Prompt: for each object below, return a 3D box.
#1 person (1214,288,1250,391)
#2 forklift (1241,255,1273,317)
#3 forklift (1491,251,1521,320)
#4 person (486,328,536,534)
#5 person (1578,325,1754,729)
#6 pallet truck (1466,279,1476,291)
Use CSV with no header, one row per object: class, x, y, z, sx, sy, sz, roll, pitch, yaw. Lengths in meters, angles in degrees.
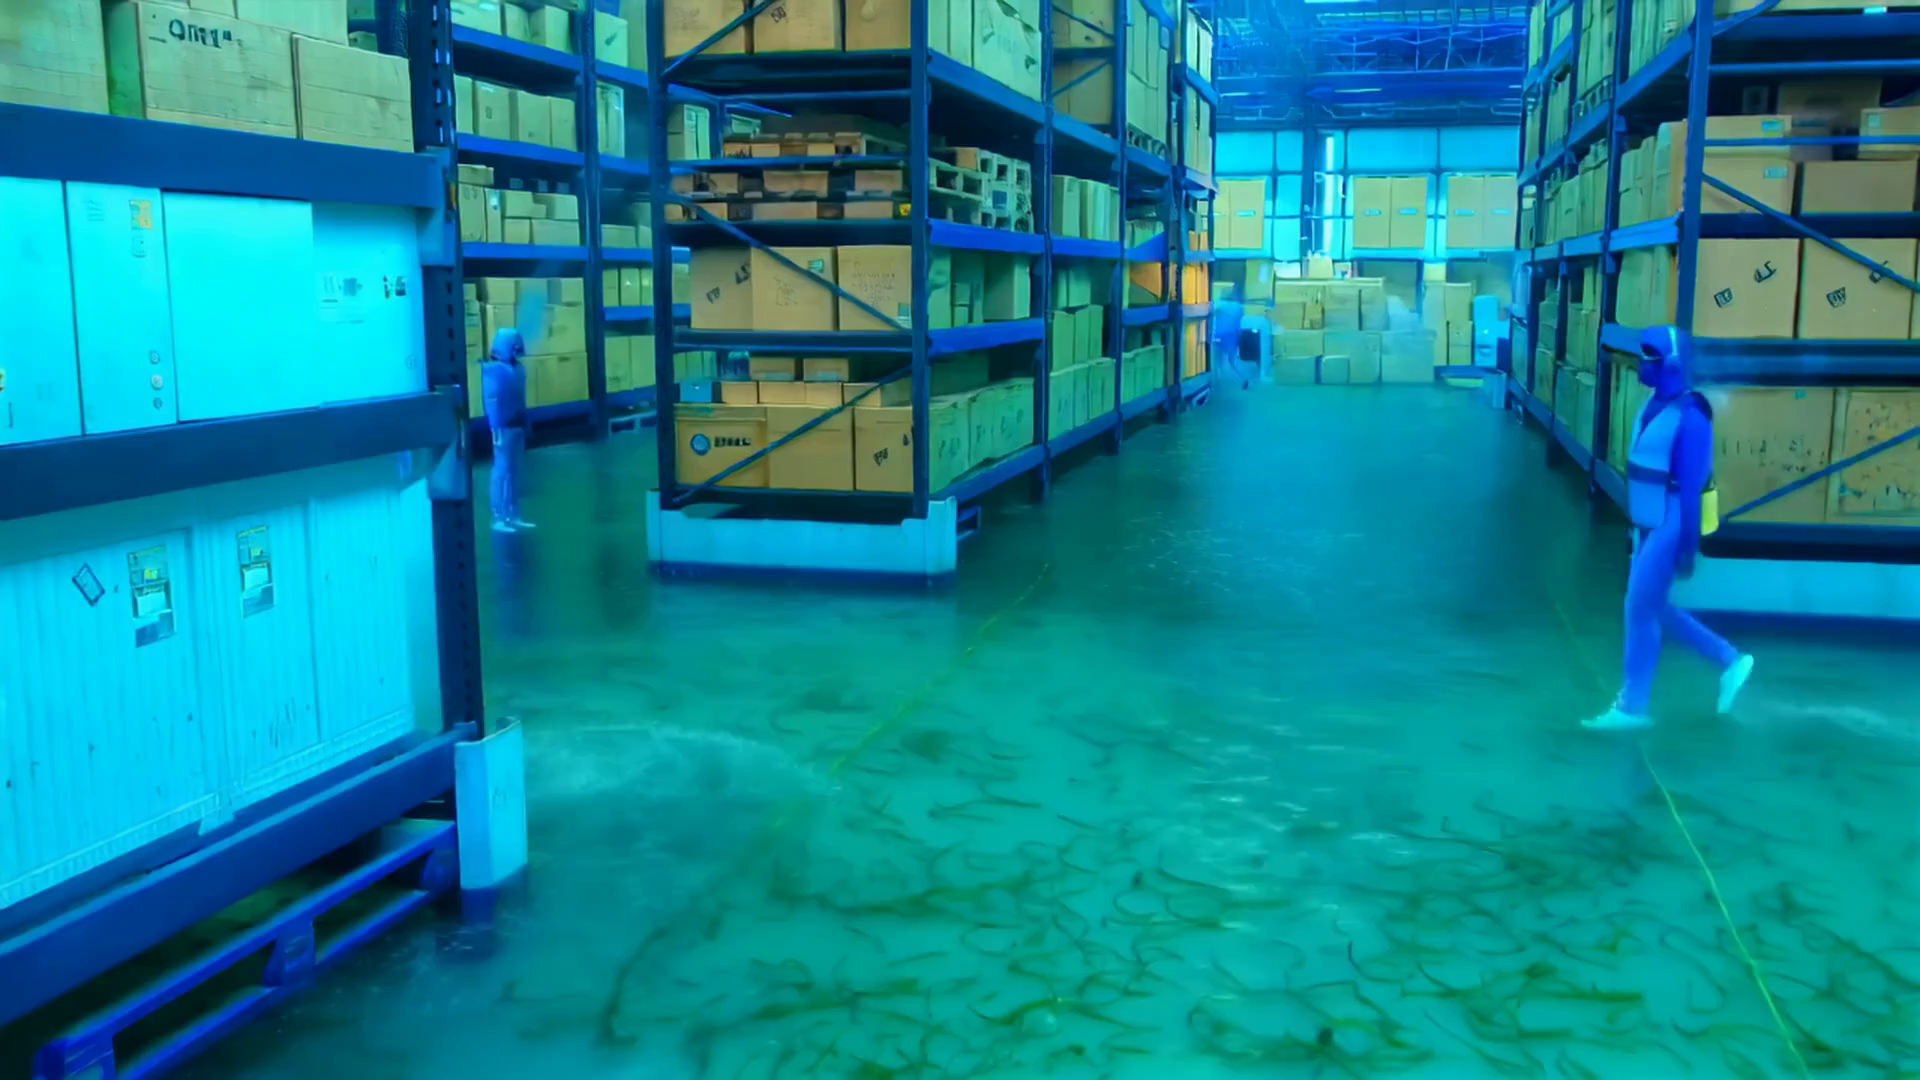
person,4.817,-3.562,29.706,0.673,1.878,0.841,-6,11,-32
forklift,10.551,-8.662,58.805,1.129,2.768,1.873,2,9,15
forklift,16.039,-7.084,48.777,1.129,2.768,1.873,-2,9,-12
person,-3.589,-0.874,13.275,0.268,1.632,0.507,2,9,15
person,3.200,-0.045,7.421,0.718,1.826,0.569,1,9,5
pallet truck,18.896,-8.459,60.307,1.885,1.965,0.823,5,10,31
